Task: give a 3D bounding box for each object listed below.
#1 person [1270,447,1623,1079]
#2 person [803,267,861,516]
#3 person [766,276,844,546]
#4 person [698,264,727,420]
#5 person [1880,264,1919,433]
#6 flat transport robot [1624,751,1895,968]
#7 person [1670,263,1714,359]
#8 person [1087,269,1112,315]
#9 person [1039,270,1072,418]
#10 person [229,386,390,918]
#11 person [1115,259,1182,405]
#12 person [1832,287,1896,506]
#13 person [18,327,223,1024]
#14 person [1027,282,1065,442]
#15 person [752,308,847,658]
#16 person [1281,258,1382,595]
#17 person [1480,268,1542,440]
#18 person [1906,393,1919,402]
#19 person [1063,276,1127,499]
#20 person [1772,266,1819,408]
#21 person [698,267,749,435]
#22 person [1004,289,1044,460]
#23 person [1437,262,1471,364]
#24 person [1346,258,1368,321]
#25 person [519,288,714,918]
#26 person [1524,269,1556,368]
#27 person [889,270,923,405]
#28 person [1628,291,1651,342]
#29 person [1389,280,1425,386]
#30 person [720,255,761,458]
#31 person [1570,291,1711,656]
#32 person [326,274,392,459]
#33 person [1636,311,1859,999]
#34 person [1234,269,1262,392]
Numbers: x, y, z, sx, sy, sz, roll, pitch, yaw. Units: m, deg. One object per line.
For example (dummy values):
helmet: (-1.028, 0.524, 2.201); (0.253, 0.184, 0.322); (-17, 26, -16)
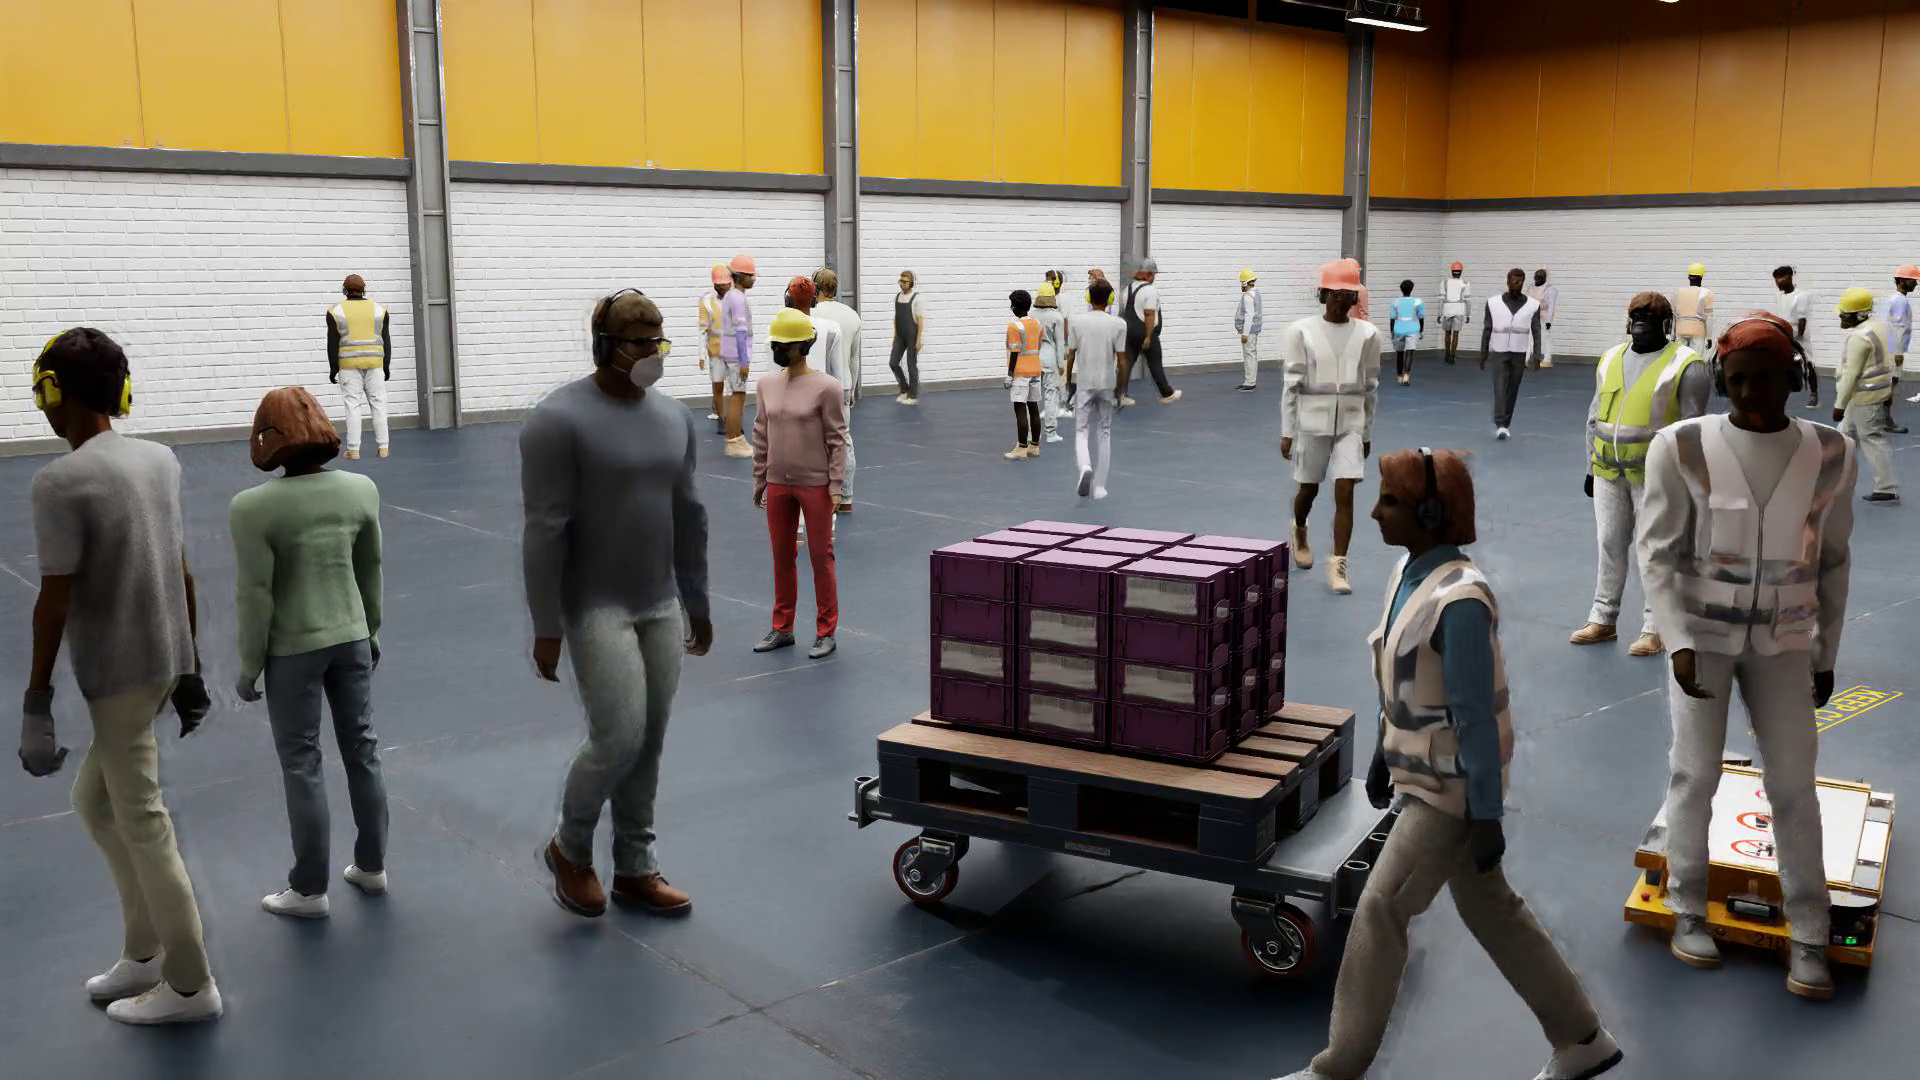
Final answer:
person: (1.186, 0.570, 3.897); (0.845, 1.597, 0.524); (1, 10, 6)
person: (-1.036, -1.128, 12.841); (0.372, 1.940, 0.629); (9, 13, 41)
person: (-1.087, -0.897, 11.652); (0.572, 1.883, 0.354); (-5, 11, -26)
person: (-2.954, -2.447, 20.596); (0.590, 1.926, 0.388); (-5, 11, -27)
person: (10.769, -2.197, 19.114); (0.376, 1.934, 0.547); (3, 10, 17)
flat transport robot: (2.622, 0.980, 5.375); (0.652, 0.197, 1.431); (6, 11, 31)
person: (9.973, -2.803, 22.680); (0.373, 1.928, 0.584); (-9, 13, -44)
person: (1.961, -2.886, 23.412); (0.374, 1.841, 0.574); (-1, 10, -7)
person: (1.138, -2.439, 20.776); (0.642, 1.845, 0.546); (-1, 10, -9)
person: (-1.991, 0.344, 5.120); (0.289, 1.632, 0.497); (7, 12, 34)
person: (2.546, -2.855, 22.657); (1.025, 2.000, 0.695); (-6, 12, -33)
person: (7.302, -1.175, 13.605); (0.830, 1.770, 0.658); (7, 12, 34)
person: (-2.227, 0.381, 4.296); (0.581, 1.838, 0.546); (1, 10, 4)
person: (0.929, -1.943, 18.218); (0.484, 1.737, 0.323); (6, 11, 31)
person: (-0.825, -0.280, 8.390); (0.531, 1.765, 0.327); (5, 11, 27)
person: (2.269, -0.720, 10.258); (0.615, 2.019, 0.930); (0, 10, 1)
person: (6.090, -2.037, 18.332); (0.619, 1.872, 0.955); (2, 10, 10)
person: (13.475, -2.795, 22.762); (0.649, 1.886, 0.768); (-9, 13, -43)
person: (1.113, -1.242, 13.737); (0.529, 1.859, 0.568); (1, 10, 6)
person: (11.024, -2.693, 22.121); (1.078, 1.880, 0.623); (-3, 10, -18)
person: (-2.630, -2.084, 18.565); (0.570, 1.887, 0.964); (-2, 10, -10)
person: (0.630, -1.642, 16.572); (0.320, 1.692, 0.531); (7, 12, 35)
person: (9.336, -4.276, 31.355); (0.577, 1.904, 0.860); (4, 11, 23)
person: (5.267, -2.813, 22.540); (0.397, 1.992, 0.623); (-4, 10, -21)
person: (-1.006, 0.218, 4.995); (0.412, 1.927, 0.664); (7, 12, 34)
person: (10.453, -3.990, 30.051); (0.942, 1.782, 0.641); (-7, 12, -34)
person: (-0.733, -2.726, 22.519); (0.556, 1.828, 0.445); (8, 13, 39)
person: (7.939, -2.100, 19.465); (0.491, 1.623, 0.518); (-2, 10, -12)
person: (7.014, -3.260, 26.150); (0.532, 1.656, 0.872); (4, 11, 23)
person: (-2.176, -1.839, 16.790); (0.543, 2.031, 0.647); (-3, 10, -17)
person: (3.462, -0.340, 8.505); (0.429, 1.847, 0.625); (-7, 12, -35)
person: (-6.011, -1.731, 16.659); (0.619, 1.845, 0.430); (-6, 11, -32)
person: (2.174, 0.313, 4.612); (0.592, 1.862, 0.533); (2, 10, 10)
person: (4.304, -3.127, 24.868); (0.404, 1.829, 0.592); (4, 10, 21)
